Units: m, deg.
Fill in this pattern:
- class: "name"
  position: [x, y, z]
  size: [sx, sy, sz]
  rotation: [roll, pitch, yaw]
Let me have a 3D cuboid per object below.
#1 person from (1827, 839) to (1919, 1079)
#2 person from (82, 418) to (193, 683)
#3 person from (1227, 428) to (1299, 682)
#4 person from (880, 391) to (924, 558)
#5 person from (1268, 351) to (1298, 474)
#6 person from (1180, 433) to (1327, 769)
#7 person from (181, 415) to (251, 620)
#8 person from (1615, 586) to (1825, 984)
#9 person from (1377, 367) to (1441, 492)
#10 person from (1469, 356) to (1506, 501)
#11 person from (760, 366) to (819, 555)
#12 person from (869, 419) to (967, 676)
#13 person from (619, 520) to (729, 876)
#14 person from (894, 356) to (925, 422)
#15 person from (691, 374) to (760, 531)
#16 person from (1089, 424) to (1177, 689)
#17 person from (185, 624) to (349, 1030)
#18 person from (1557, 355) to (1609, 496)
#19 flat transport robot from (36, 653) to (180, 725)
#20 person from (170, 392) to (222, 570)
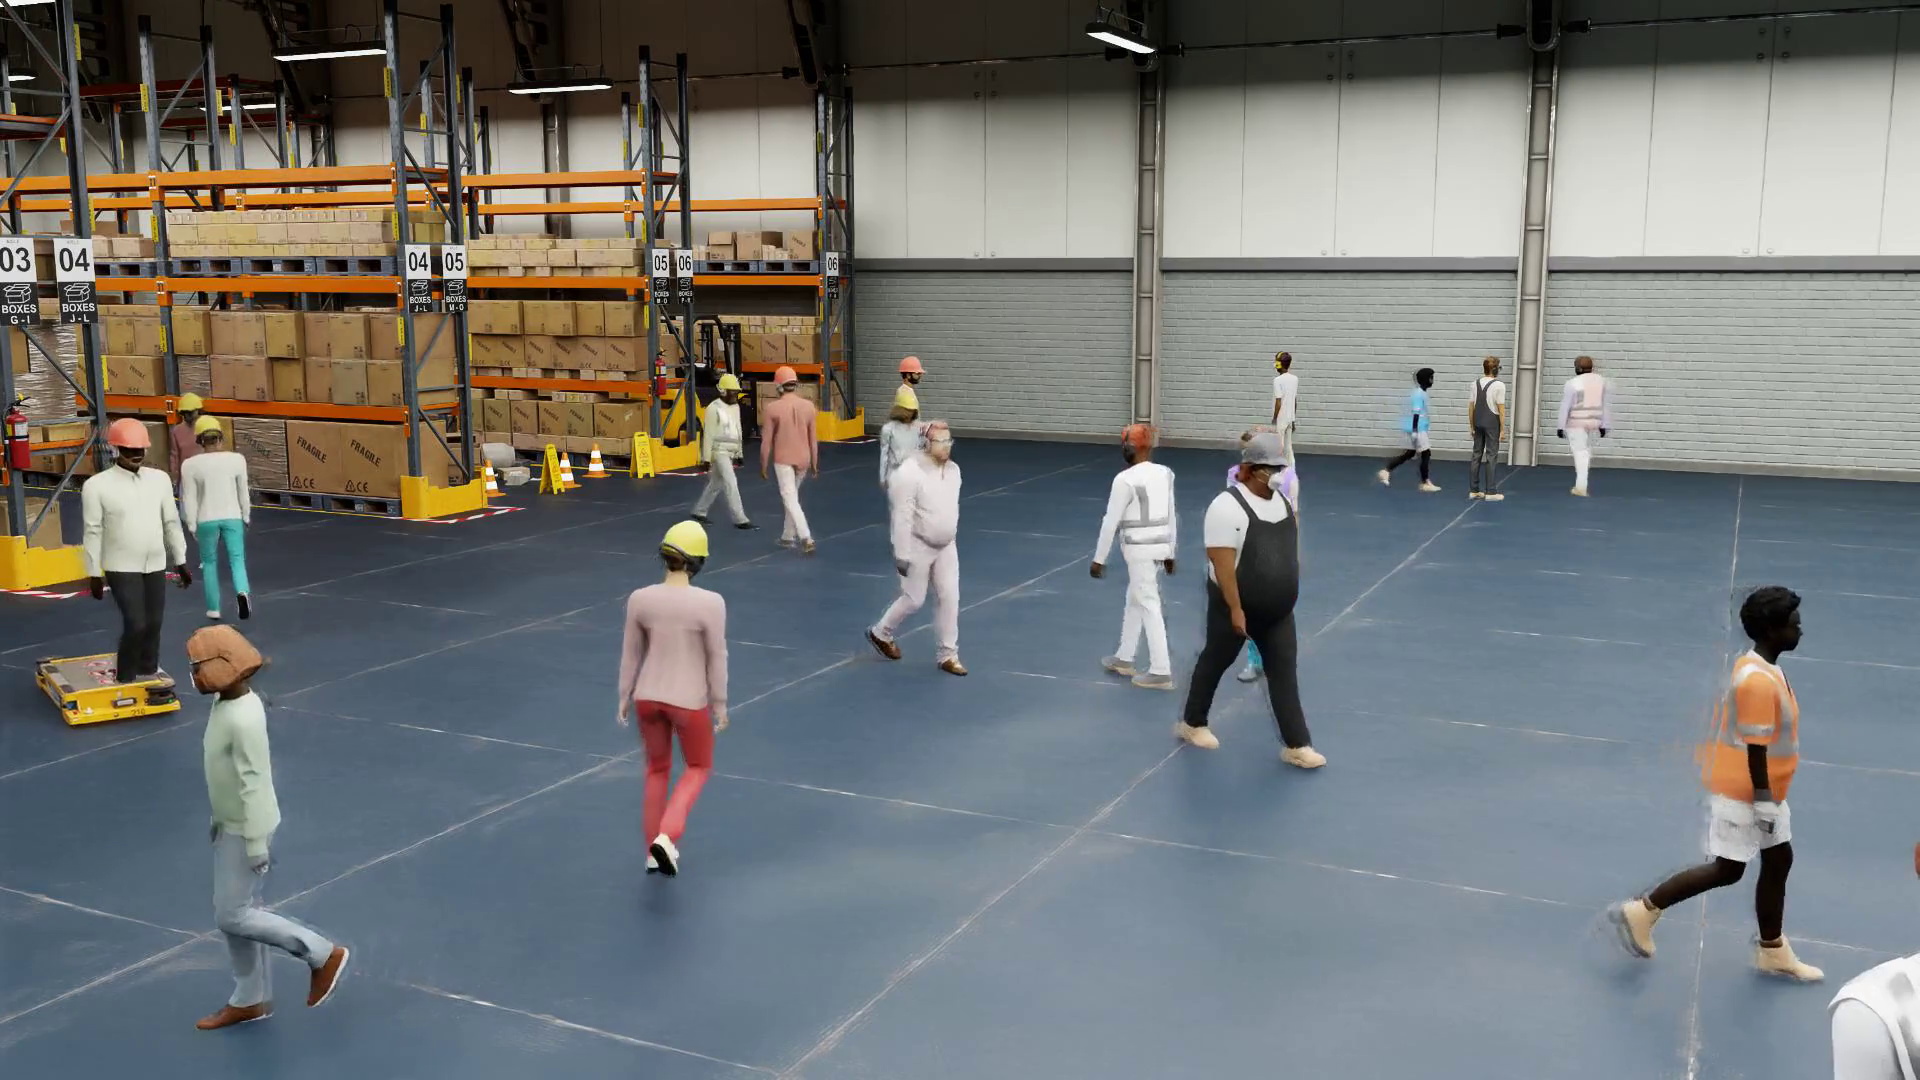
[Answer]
- class: "person"
  position: [1.962, 1.473, 3.366]
  size: [0.572, 1.883, 0.354]
  rotation: [-5, 10, -28]
- class: "person"
  position: [-5.414, 0.179, 11.011]
  size: [0.486, 1.979, 0.621]
  rotation: [5, 10, 27]
- class: "person"
  position: [2.102, 0.100, 12.015]
  size: [0.769, 1.808, 0.566]
  rotation: [-8, 12, -42]
- class: "person"
  position: [-0.589, -0.670, 16.991]
  size: [0.524, 1.720, 0.533]
  rotation: [-4, 10, -23]
- class: "person"
  position: [4.250, -1.549, 21.942]
  size: [0.312, 1.865, 0.536]
  rotation: [9, 13, 43]
- class: "person"
  position: [1.736, 0.313, 9.991]
  size: [0.683, 2.000, 1.024]
  rotation: [-6, 11, -32]
- class: "person"
  position: [-6.164, -0.169, 13.842]
  size: [0.532, 1.746, 0.639]
  rotation: [-6, 11, -31]
- class: "person"
  position: [3.194, 0.999, 6.896]
  size: [0.746, 1.675, 0.528]
  rotation: [6, 11, 31]
- class: "person"
  position: [5.992, -1.474, 22.129]
  size: [0.799, 1.664, 0.534]
  rotation: [3, 10, 17]
- class: "person"
  position: [6.730, -1.419, 21.209]
  size: [0.328, 1.844, 0.514]
  rotation: [-7, 11, -36]
- class: "person"
  position: [-1.732, -0.821, 17.267]
  size: [0.627, 1.959, 0.959]
  rotation: [-6, 11, -34]
- class: "person"
  position: [-0.284, 0.033, 12.215]
  size: [0.657, 1.879, 0.799]
  rotation: [-8, 12, -41]
- class: "person"
  position: [-1.401, 0.781, 8.021]
  size: [0.581, 1.741, 0.526]
  rotation: [3, 10, 19]
- class: "person"
  position: [-0.591, -1.164, 19.362]
  size: [0.375, 1.939, 0.546]
  rotation: [-1, 9, -3]
- class: "person"
  position: [-2.708, -0.991, 18.857]
  size: [0.916, 1.788, 0.614]
  rotation: [3, 10, 19]
- class: "person"
  position: [1.218, 0.104, 11.829]
  size: [0.847, 1.848, 0.610]
  rotation: [9, 13, 43]
- class: "person"
  position: [-2.726, 1.109, 6.446]
  size: [0.476, 1.607, 0.513]
  rotation: [-6, 11, -31]
- class: "person"
  position: [8.103, -1.502, 21.779]
  size: [0.652, 1.820, 0.646]
  rotation: [-2, 10, -14]
- class: "flat transport robot"
  position: [-5.826, 0.978, 11.330]
  size: [0.652, 0.197, 1.431]
  rotation: [-7, 11, -36]
- class: "person"
  position: [-7.520, -0.605, 16.508]
  size: [0.546, 1.746, 0.545]
  rotation: [1, 9, 8]
